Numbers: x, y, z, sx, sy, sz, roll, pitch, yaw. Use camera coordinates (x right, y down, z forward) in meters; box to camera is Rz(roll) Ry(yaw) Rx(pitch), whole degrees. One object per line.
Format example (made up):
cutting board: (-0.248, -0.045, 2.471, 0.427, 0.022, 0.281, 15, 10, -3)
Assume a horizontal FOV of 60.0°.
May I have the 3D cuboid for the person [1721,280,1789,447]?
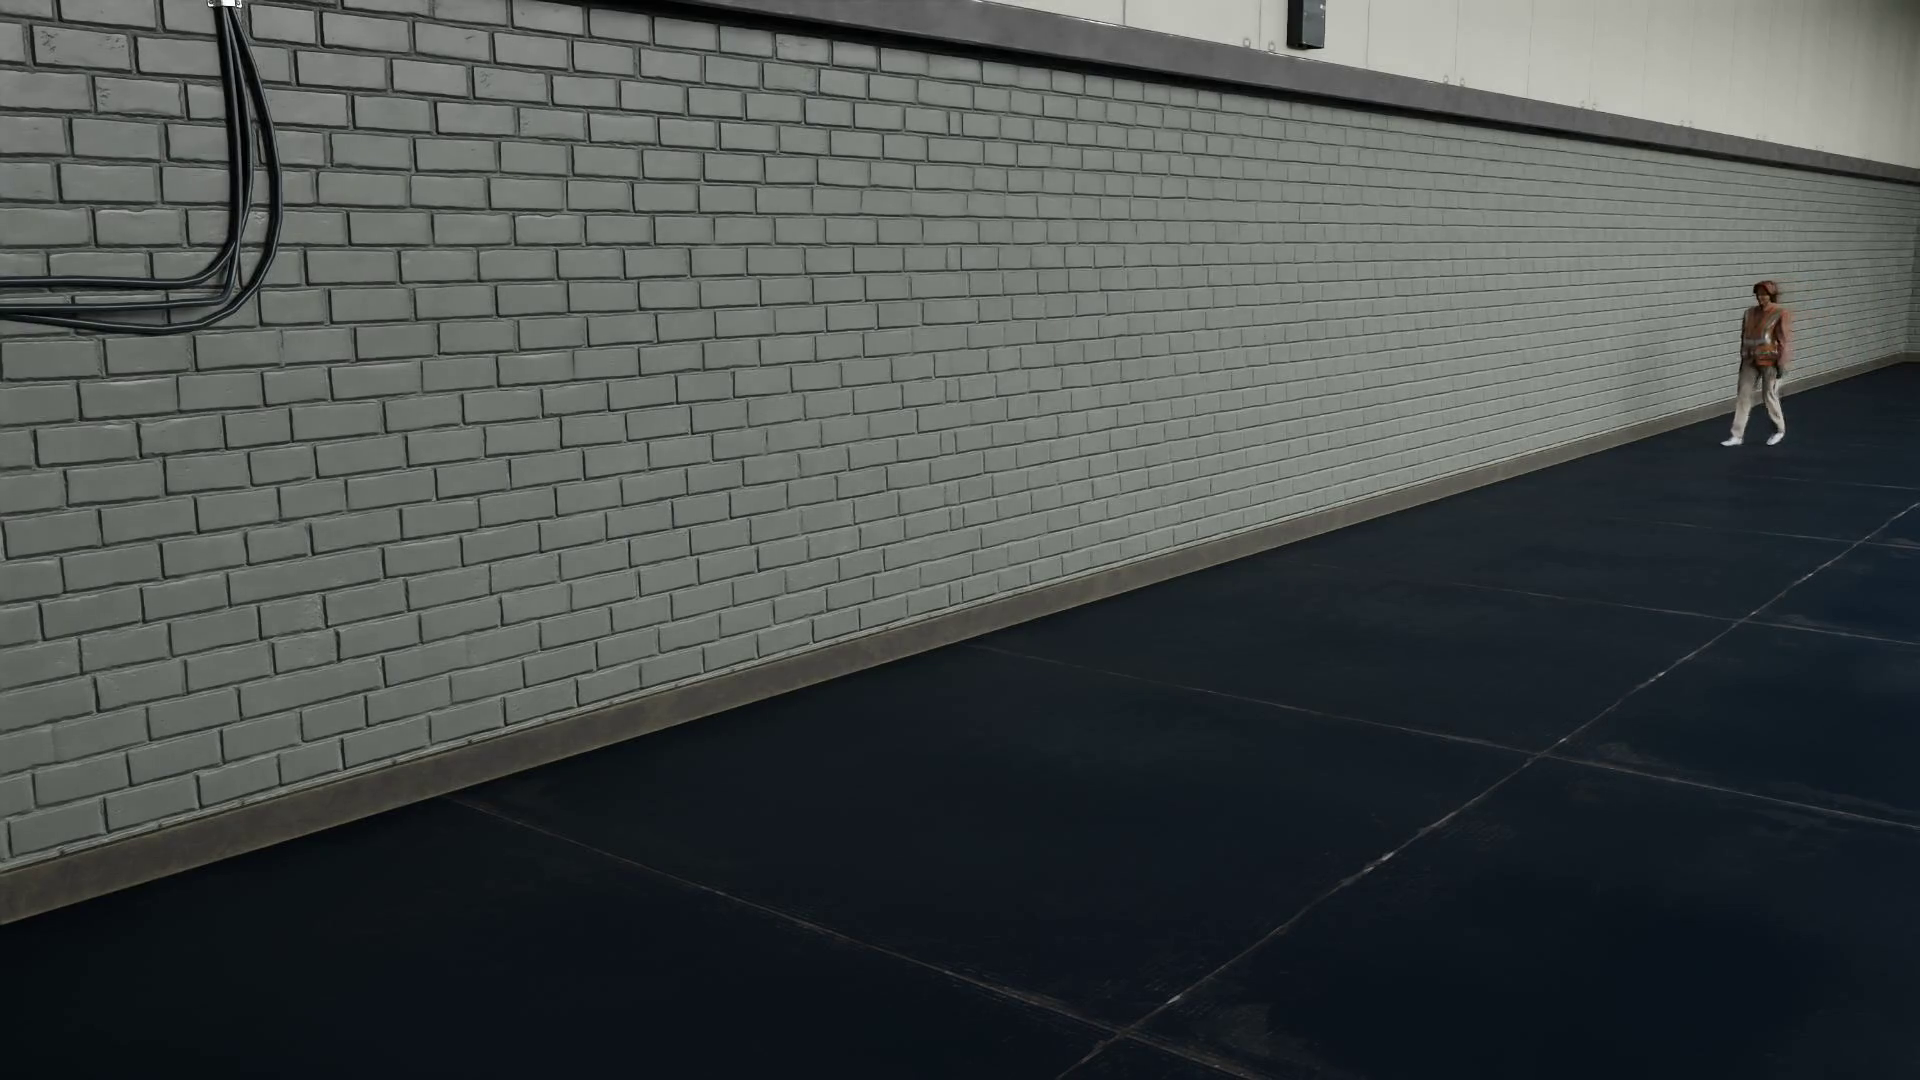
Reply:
person: (7.819, -1.717, 16.209, 0.626, 1.625, 0.527, -5, 11, -25)
